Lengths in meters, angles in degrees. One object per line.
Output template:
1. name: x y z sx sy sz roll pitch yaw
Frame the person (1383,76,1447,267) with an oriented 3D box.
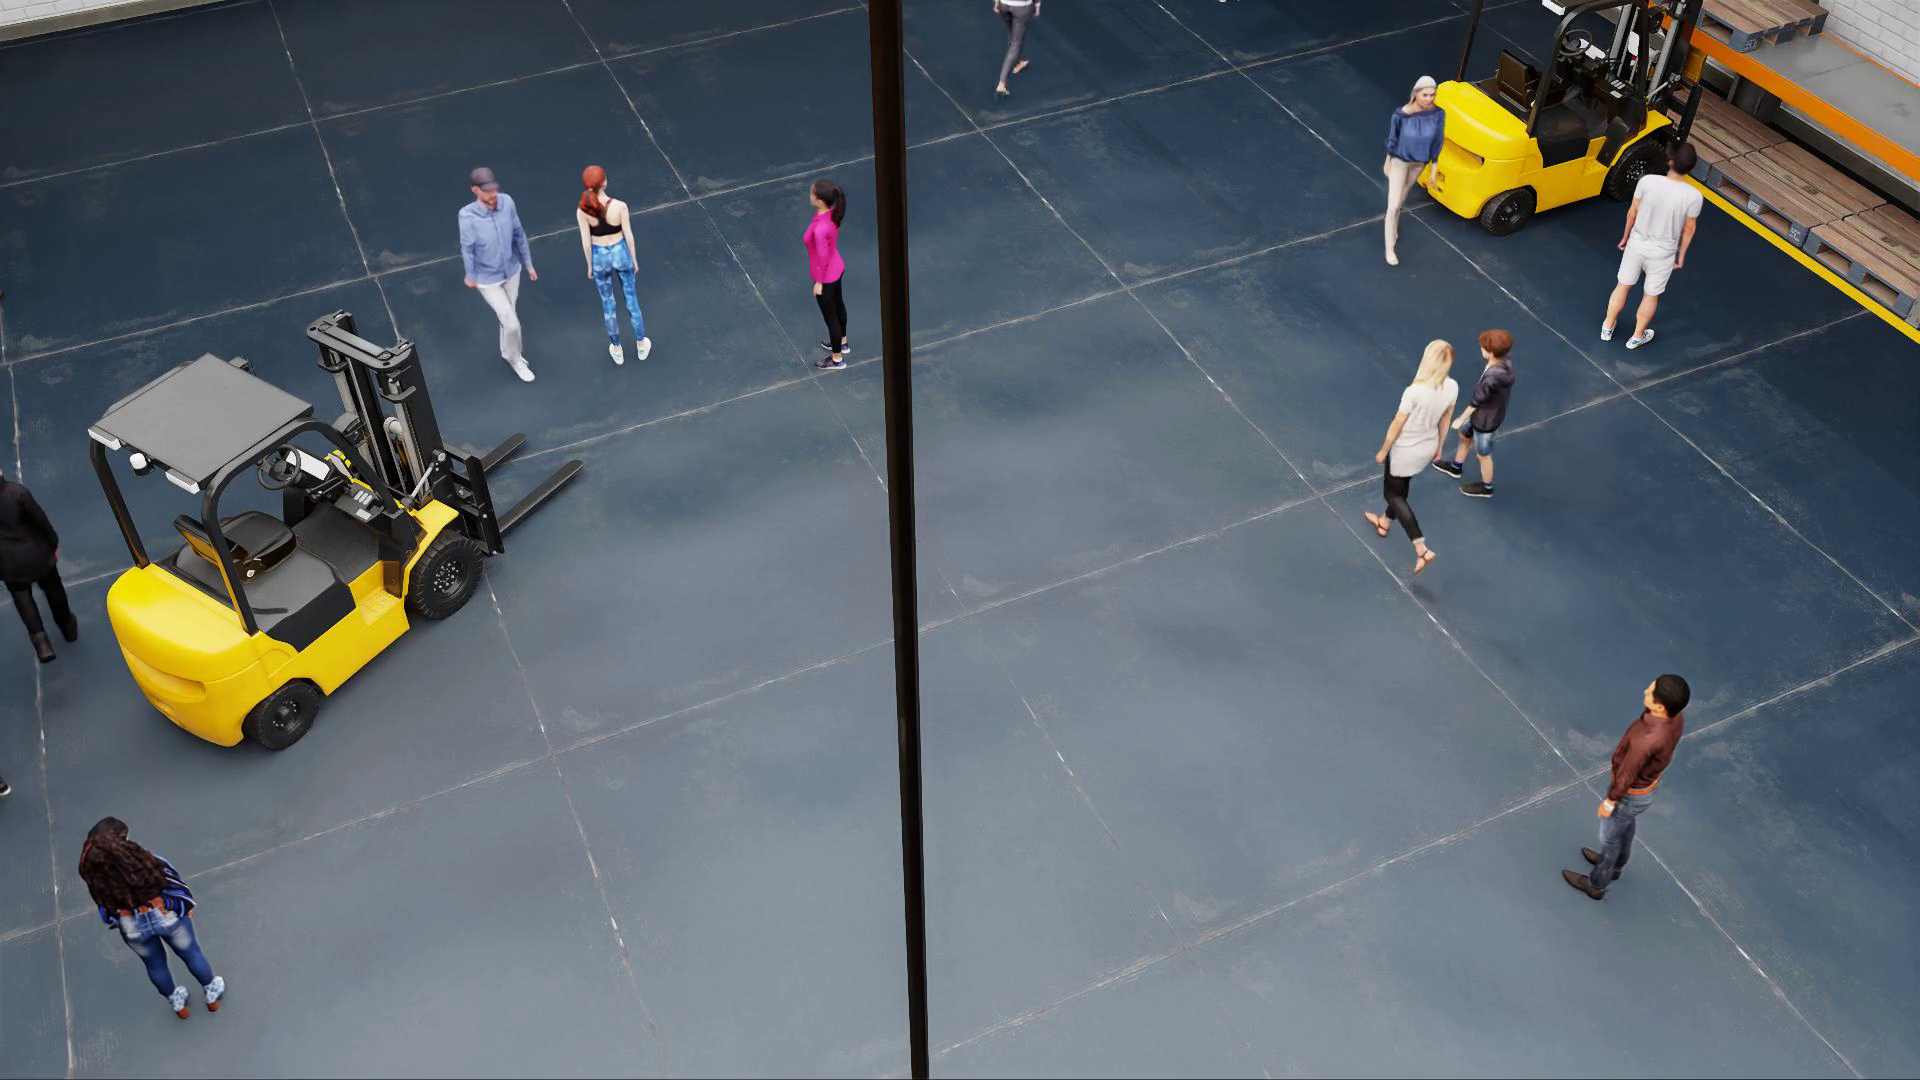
1. person: 3.914 -3.339 14.613 0.830 1.659 1.080 -5 44 -5

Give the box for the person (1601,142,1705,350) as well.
1. person: 5.603 -2.384 13.460 0.691 1.857 0.827 26 50 25

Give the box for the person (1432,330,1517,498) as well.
1. person: 3.921 -0.899 12.211 0.846 1.428 0.767 17 46 17

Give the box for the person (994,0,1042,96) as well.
1. person: 0.517 -5.310 16.622 1.127 1.731 1.111 21 48 21

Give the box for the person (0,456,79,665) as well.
1. person: -6.164 0.128 10.893 0.654 1.760 0.885 -16 46 -16

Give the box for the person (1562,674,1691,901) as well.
1. person: 3.862 1.422 9.521 0.675 1.778 0.702 29 51 27

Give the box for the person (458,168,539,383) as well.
1. person: -3.728 -2.164 13.223 0.866 1.865 0.809 33 53 30

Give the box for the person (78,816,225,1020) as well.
1. person: -4.364 2.049 8.976 0.609 1.622 0.547 -16 46 -16

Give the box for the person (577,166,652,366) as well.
1. person: -2.783 -2.194 13.319 0.620 1.787 0.646 -8 44 -8

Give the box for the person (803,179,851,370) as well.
1. person: -1.046 -2.134 13.319 0.751 1.699 0.671 7 44 7

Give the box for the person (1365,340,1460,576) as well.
1. person: 3.205 -0.559 11.580 0.613 1.808 1.017 -18 46 -18
